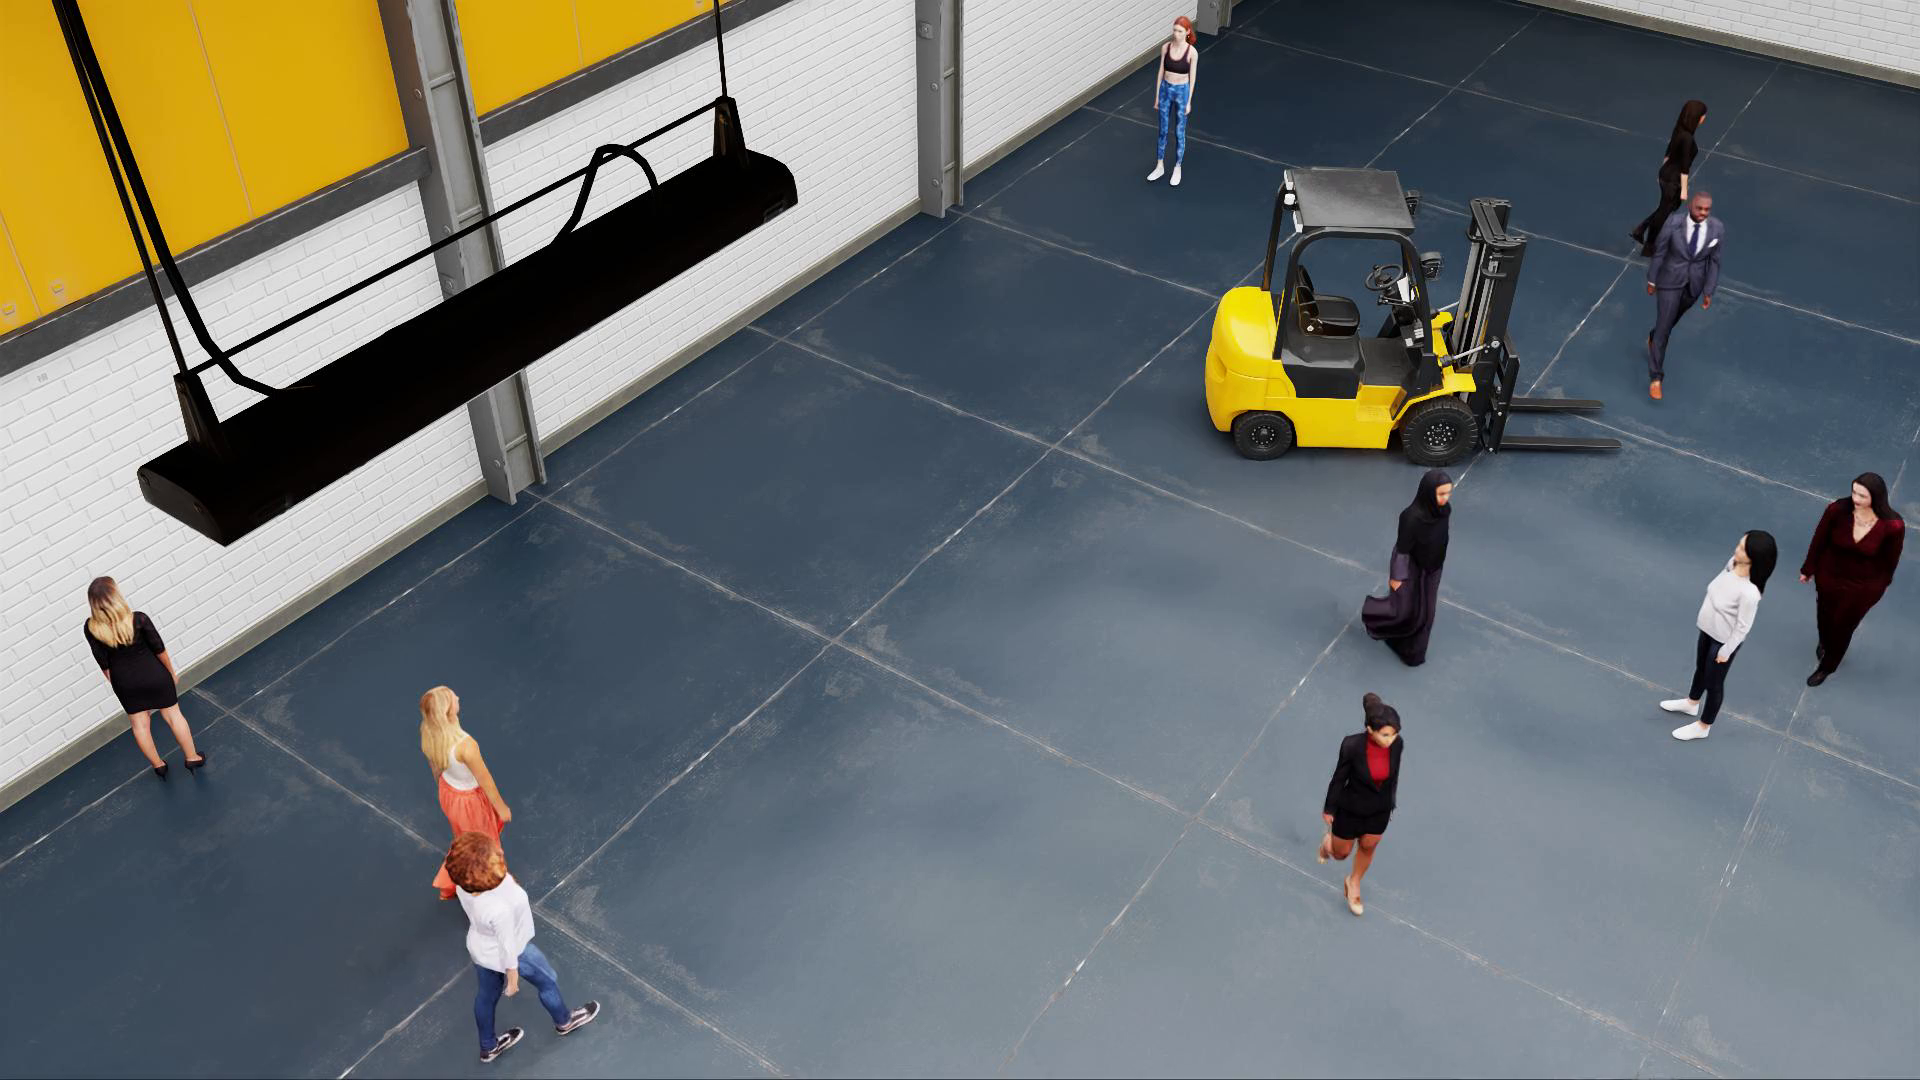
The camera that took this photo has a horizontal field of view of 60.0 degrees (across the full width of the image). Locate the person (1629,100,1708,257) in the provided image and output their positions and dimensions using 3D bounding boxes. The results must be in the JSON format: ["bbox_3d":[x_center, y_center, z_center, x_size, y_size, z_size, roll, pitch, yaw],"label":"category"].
[{"bbox_3d":[6.852,-3.502,16.190,0.759,1.630,0.699,5,39,7],"label":"person"}]

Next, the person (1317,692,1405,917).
[{"bbox_3d":[2.348,1.554,9.861,0.778,1.628,0.839,-5,39,-7],"label":"person"}]

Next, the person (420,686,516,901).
[{"bbox_3d":[-2.952,1.582,9.695,0.700,1.791,0.845,31,48,33],"label":"person"}]

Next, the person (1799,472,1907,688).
[{"bbox_3d":[6.176,0.222,11.468,0.769,1.705,0.907,24,45,27],"label":"person"}]

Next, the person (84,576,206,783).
[{"bbox_3d":[-5.243,0.898,10.644,0.583,1.677,0.667,-10,40,-13],"label":"person"}]

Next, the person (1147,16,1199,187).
[{"bbox_3d":[2.250,-4.613,17.457,0.607,1.785,0.634,16,41,20],"label":"person"}]

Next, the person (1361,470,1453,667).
[{"bbox_3d":[3.150,0.142,11.647,0.864,1.606,0.853,-20,43,-23],"label":"person"}]

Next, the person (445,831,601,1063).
[{"bbox_3d":[-2.558,2.244,8.949,0.709,1.688,0.932,29,47,31],"label":"person"}]

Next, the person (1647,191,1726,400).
[{"bbox_3d":[6.254,-2.235,14.480,1.069,1.783,1.321,5,39,6],"label":"person"}]

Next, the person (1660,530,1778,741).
[{"bbox_3d":[5.041,0.616,10.977,0.757,1.700,0.652,2,39,3],"label":"person"}]
